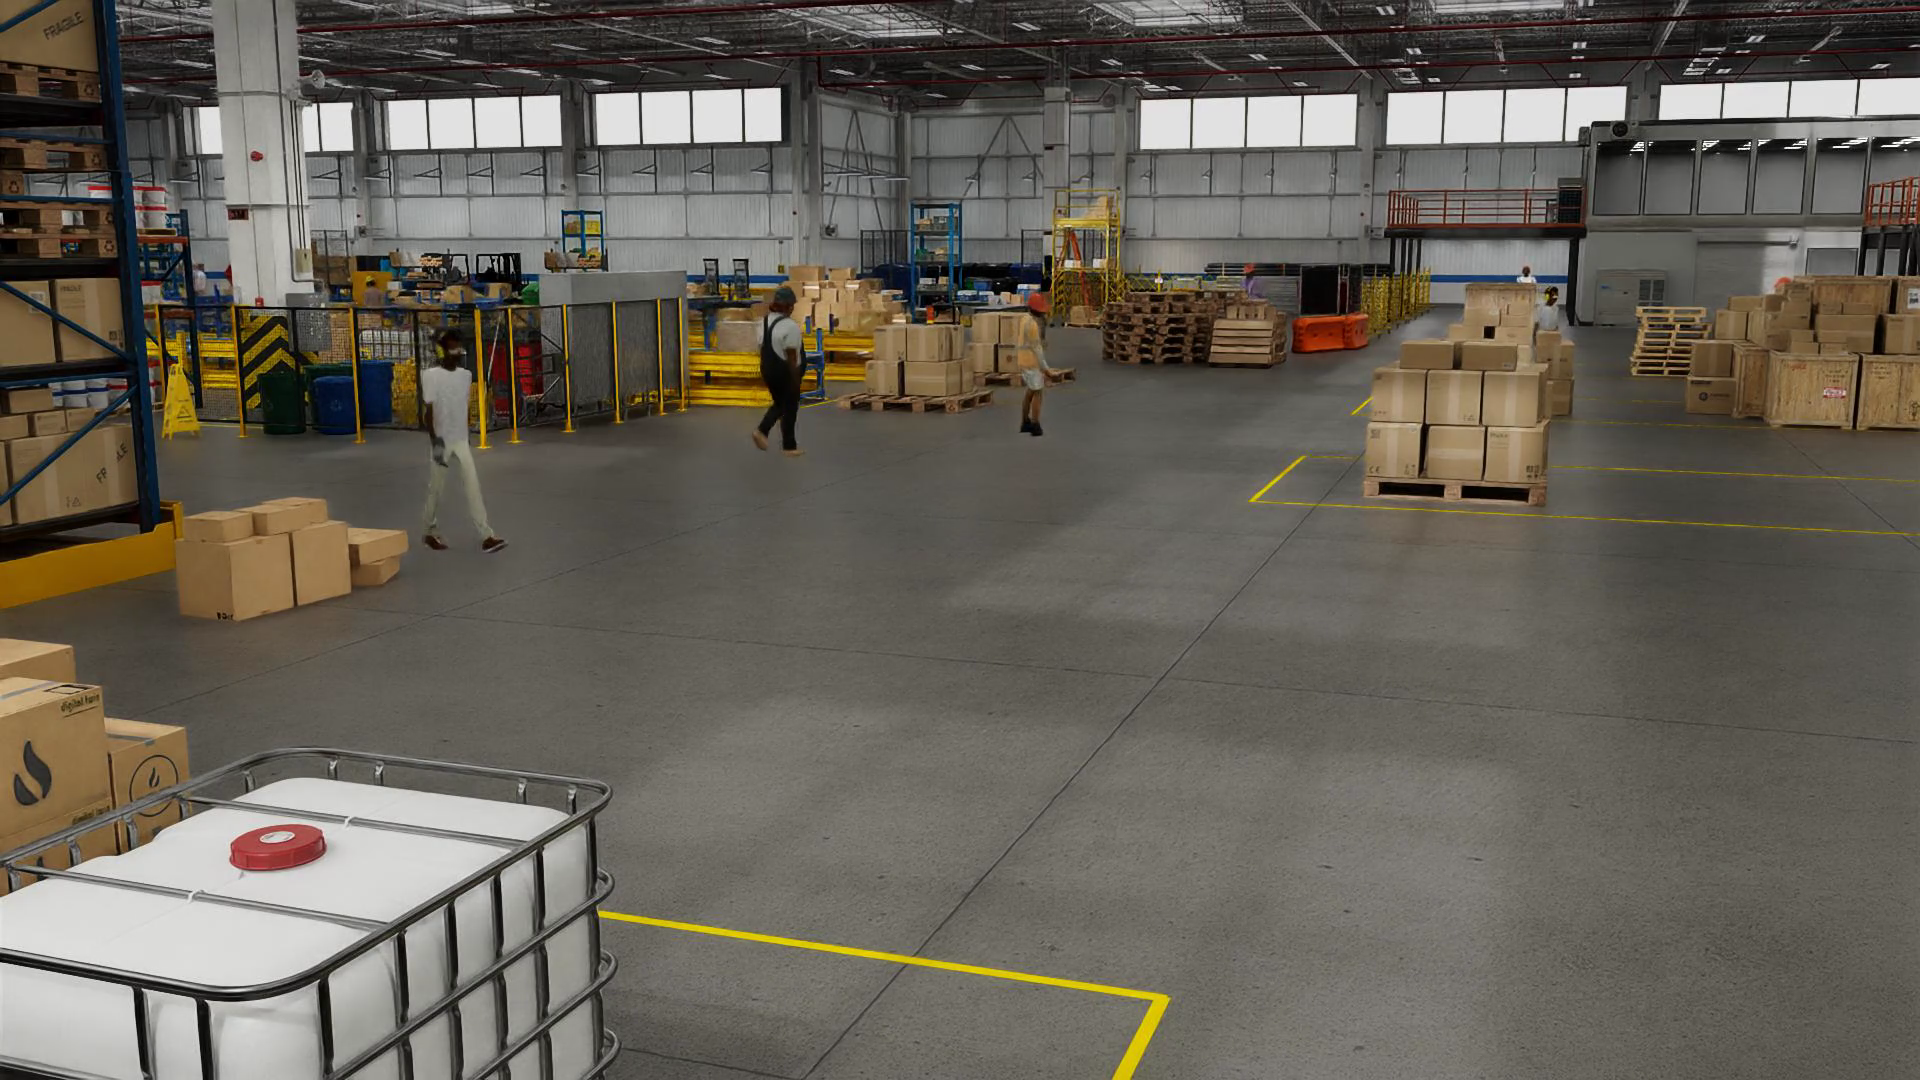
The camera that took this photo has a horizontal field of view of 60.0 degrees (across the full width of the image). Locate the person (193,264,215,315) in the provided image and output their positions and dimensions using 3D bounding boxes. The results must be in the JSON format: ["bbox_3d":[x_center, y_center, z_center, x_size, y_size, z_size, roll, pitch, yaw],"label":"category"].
[{"bbox_3d":[-26.288,-8.633,57.582,0.649,1.866,0.983,5,11,26],"label":"person"}]

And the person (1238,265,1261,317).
[{"bbox_3d":[7.507,-6.185,43.421,1.073,1.982,0.617,-9,13,-40],"label":"person"}]

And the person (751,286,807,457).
[{"bbox_3d":[-2.083,-1.982,19.600,0.602,2.000,0.695,-9,13,-41],"label":"person"}]

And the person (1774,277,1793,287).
[{"bbox_3d":[13.173,-3.213,26.653,0.609,1.997,0.375,-10,14,-44],"label":"person"}]

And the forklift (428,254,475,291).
[{"bbox_3d":[-20.133,-10.254,65.465,1.157,1.987,2.680,3,11,19],"label":"forklift"}]

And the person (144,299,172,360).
[{"bbox_3d":[-15.674,-4.120,32.349,0.922,1.792,0.585,4,11,23],"label":"person"}]

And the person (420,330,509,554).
[{"bbox_3d":[-4.096,-0.779,13.460,0.986,1.818,0.518,9,13,41],"label":"person"}]

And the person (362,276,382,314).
[{"bbox_3d":[-14.430,-5.586,40.751,0.716,1.744,0.530,9,14,43],"label":"person"}]

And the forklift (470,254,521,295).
[{"bbox_3d":[-17.990,-10.121,64.684,1.157,1.987,2.680,3,11,17],"label":"forklift"}]

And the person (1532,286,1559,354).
[{"bbox_3d":[9.745,-3.325,27.789,0.527,1.833,0.881,-6,12,-29],"label":"person"}]

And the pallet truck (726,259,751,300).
[{"bbox_3d":[-7.986,-9.493,62.019,0.823,1.965,1.885,3,11,17],"label":"pallet truck"}]

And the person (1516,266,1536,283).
[{"bbox_3d":[17.124,-7.371,50.410,0.593,1.870,0.401,5,11,27],"label":"person"}]

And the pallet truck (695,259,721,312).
[{"bbox_3d":[-9.165,-9.627,62.776,0.823,1.965,1.885,4,11,23],"label":"pallet truck"}]

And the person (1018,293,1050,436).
[{"bbox_3d":[0.941,-2.305,21.886,0.363,1.879,0.631,-2,10,-11],"label":"person"}]
